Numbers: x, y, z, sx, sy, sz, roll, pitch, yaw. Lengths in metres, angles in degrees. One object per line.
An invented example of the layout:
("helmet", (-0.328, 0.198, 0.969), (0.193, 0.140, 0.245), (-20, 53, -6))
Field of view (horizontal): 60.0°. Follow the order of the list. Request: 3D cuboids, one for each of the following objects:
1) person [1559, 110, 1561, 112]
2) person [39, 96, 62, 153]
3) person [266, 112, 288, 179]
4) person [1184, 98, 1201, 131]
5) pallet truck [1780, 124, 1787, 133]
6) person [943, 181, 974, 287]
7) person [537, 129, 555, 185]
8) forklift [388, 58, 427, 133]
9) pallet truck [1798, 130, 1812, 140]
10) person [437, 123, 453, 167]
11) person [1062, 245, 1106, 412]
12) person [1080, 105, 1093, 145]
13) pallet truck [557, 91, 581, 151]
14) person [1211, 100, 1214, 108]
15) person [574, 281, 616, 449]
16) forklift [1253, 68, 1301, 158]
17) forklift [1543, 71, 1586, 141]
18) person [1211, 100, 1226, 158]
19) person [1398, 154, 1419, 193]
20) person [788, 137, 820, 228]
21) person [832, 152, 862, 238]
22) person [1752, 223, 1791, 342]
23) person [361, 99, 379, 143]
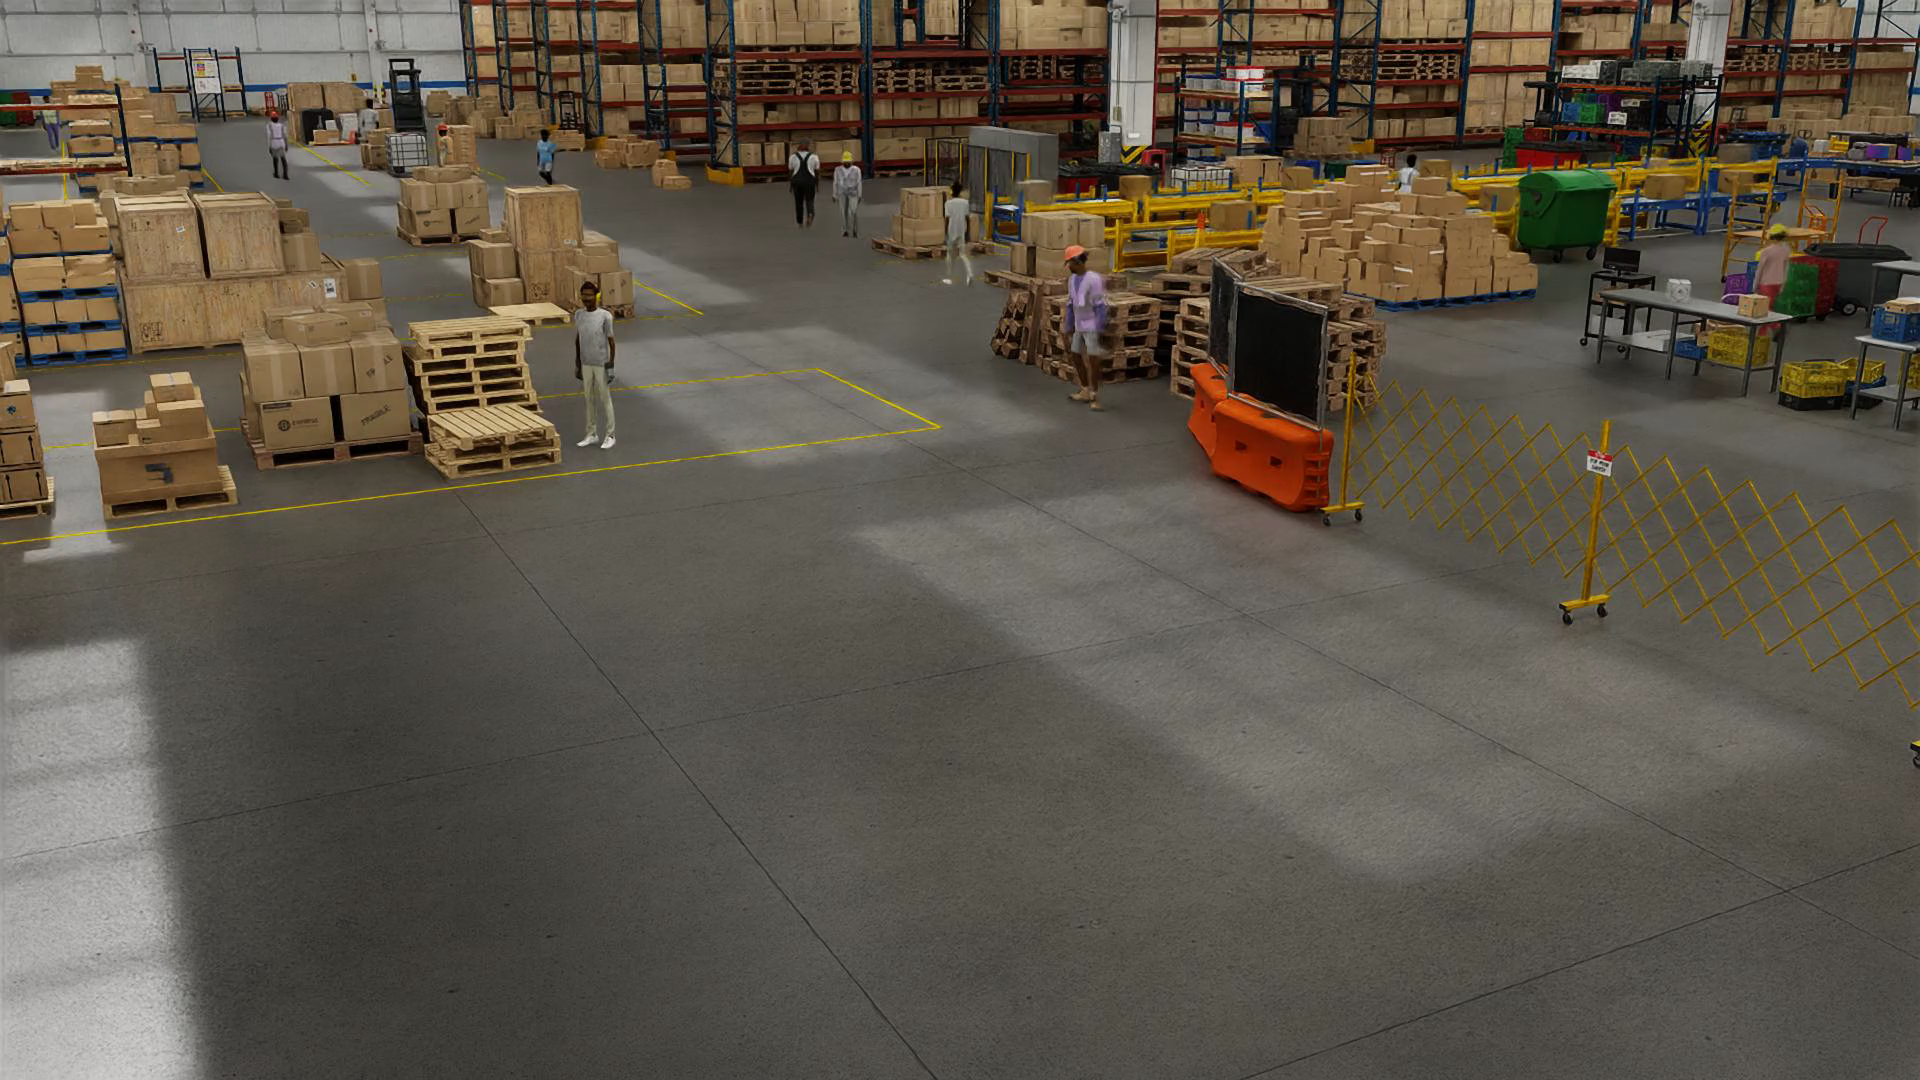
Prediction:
("person", (19.400, -13.075, 53.659), (0.806, 1.605, 0.502), (-2, 18, -7))
("person", (-30.927, -14.163, 56.597), (0.603, 1.890, 0.852), (-9, 20, -27))
("person", (-19.559, -11.304, 47.695), (0.565, 1.881, 1.012), (-12, 21, -33))
("person", (8.689, -15.989, 62.262), (0.639, 1.902, 0.407), (-3, 18, -10))
("pallet truck", (25.206, -12.542, 52.601), (1.601, 1.201, 0.680), (0, 18, -2))
("person", (-0.031, -5.393, 29.340), (0.533, 1.845, 0.855), (-8, 20, -24))
("person", (-10.921, -10.009, 43.948), (0.552, 1.683, 0.415), (8, 19, 22))
("forklift", (-21.809, -17.459, 65.263), (1.129, 2.768, 1.873), (-9, 20, -26))
("pallet truck", (25.526, -11.556, 49.408), (1.630, 1.274, 0.653), (-9, 20, -26))
("person", (-13.106, -9.626, 42.364), (0.356, 1.936, 0.551), (4, 18, 11))
("person", (1.542, -2.588, 20.359), (0.391, 1.988, 0.719), (-11, 21, -32))
("person", (4.223, -13.511, 54.915), (0.817, 1.670, 0.532), (-9, 20, -27))
("pallet truck", (-13.495, -14.412, 57.188), (0.823, 1.965, 1.885), (-3, 18, -9))
("person", (10.239, -17.317, 66.416), (0.986, 1.901, 0.563), (-5, 19, -16))
("person", (-4.078, -1.947, 18.526), (0.532, 1.876, 0.321), (7, 19, 21))
("forklift", (10.681, -14.092, 54.768), (1.129, 2.768, 1.873), (-9, 20, -26))
("forklift", (18.685, -13.231, 52.085), (1.873, 2.768, 1.129), (-9, 20, -26))
("person", (8.352, -13.529, 54.583), (0.832, 1.913, 0.635), (13, 22, 36))
("person", (9.839, -7.587, 36.430), (0.439, 1.682, 0.539), (-8, 19, -23))
("person", (-3.473, -7.962, 37.009), (0.696, 2.000, 0.691), (-2, 18, -5))
("person", (-2.419, -7.353, 35.498), (0.616, 1.807, 0.723), (1, 18, 4))
("person", (11.891, -3.736, 24.293), (0.527, 1.752, 0.612), (-6, 19, -18))
("person", (-18.990, -13.272, 53.758), (0.614, 1.924, 0.866), (0, 18, 1))
